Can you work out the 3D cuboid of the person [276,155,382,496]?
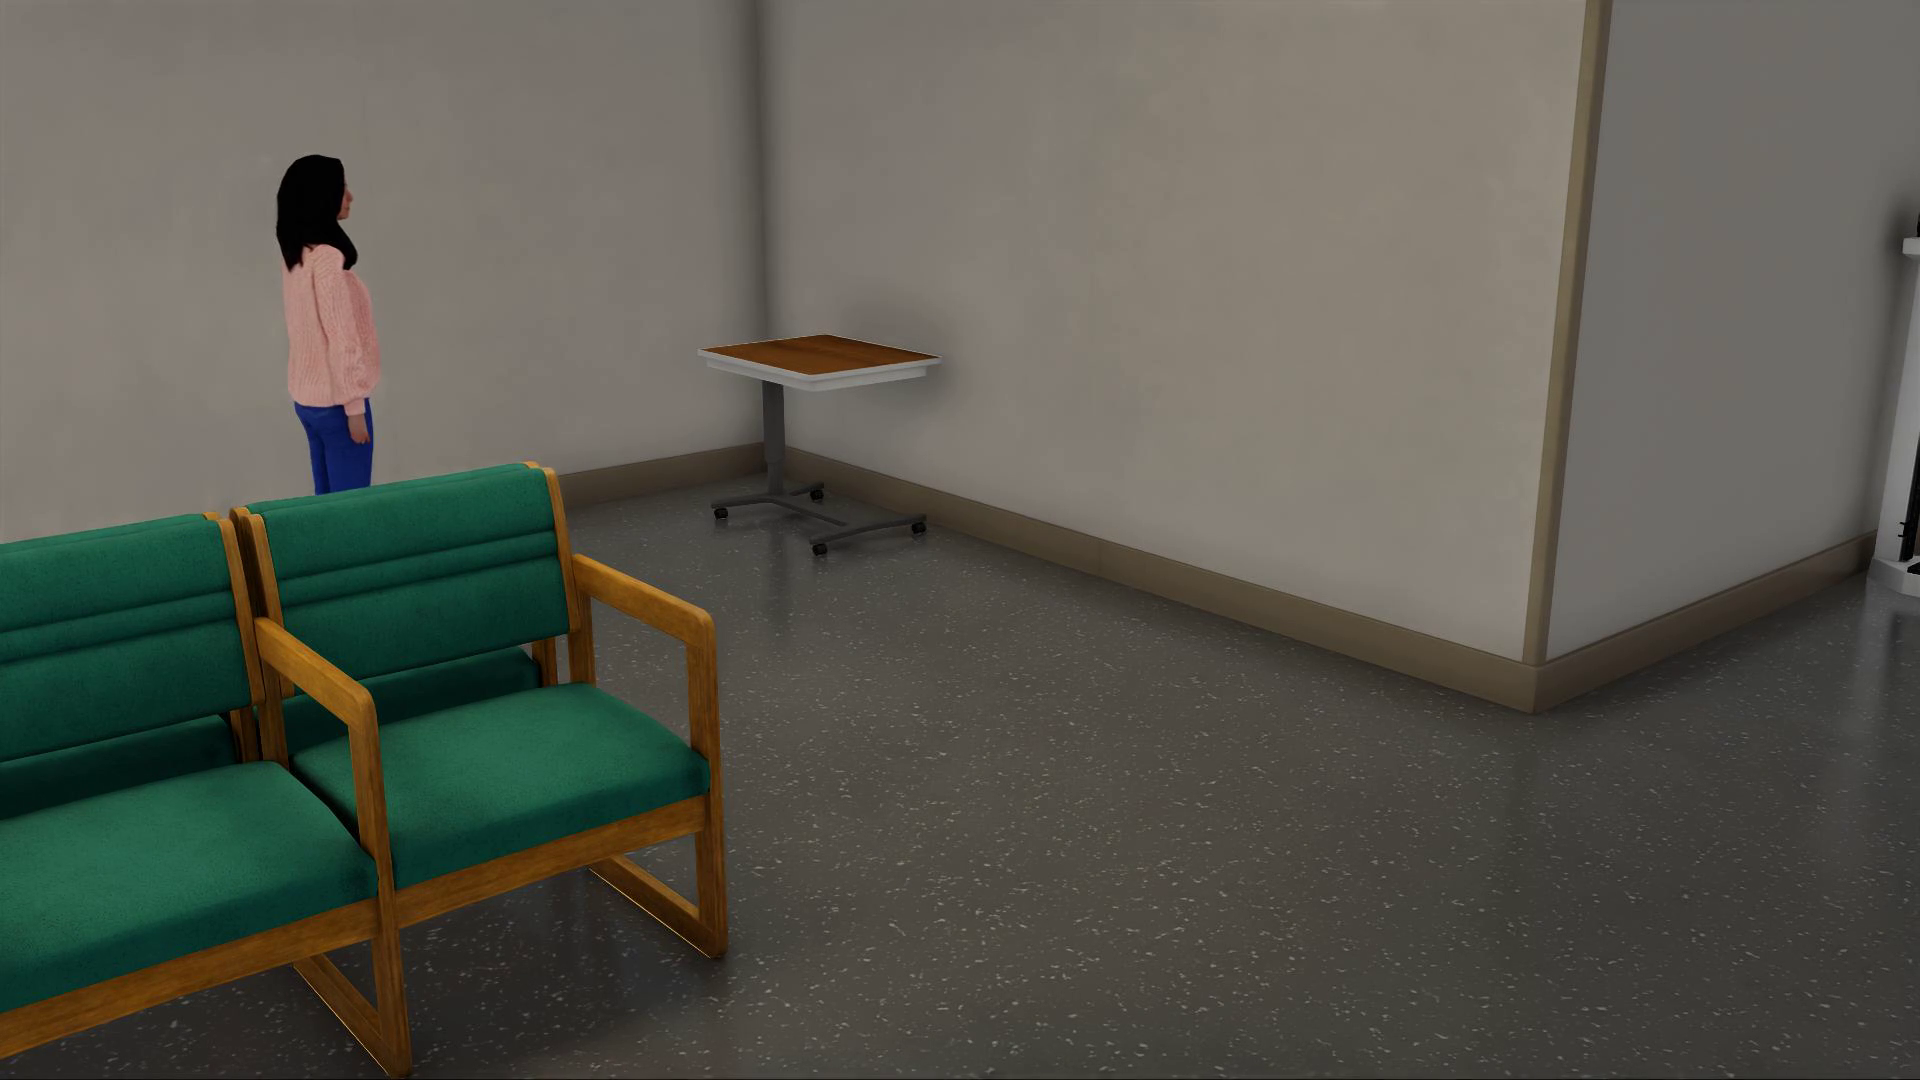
[{"bbox_3d":[-2.210,-0.458,5.857,0.727,1.768,0.505,-11,19,-33],"label":"person"}]
